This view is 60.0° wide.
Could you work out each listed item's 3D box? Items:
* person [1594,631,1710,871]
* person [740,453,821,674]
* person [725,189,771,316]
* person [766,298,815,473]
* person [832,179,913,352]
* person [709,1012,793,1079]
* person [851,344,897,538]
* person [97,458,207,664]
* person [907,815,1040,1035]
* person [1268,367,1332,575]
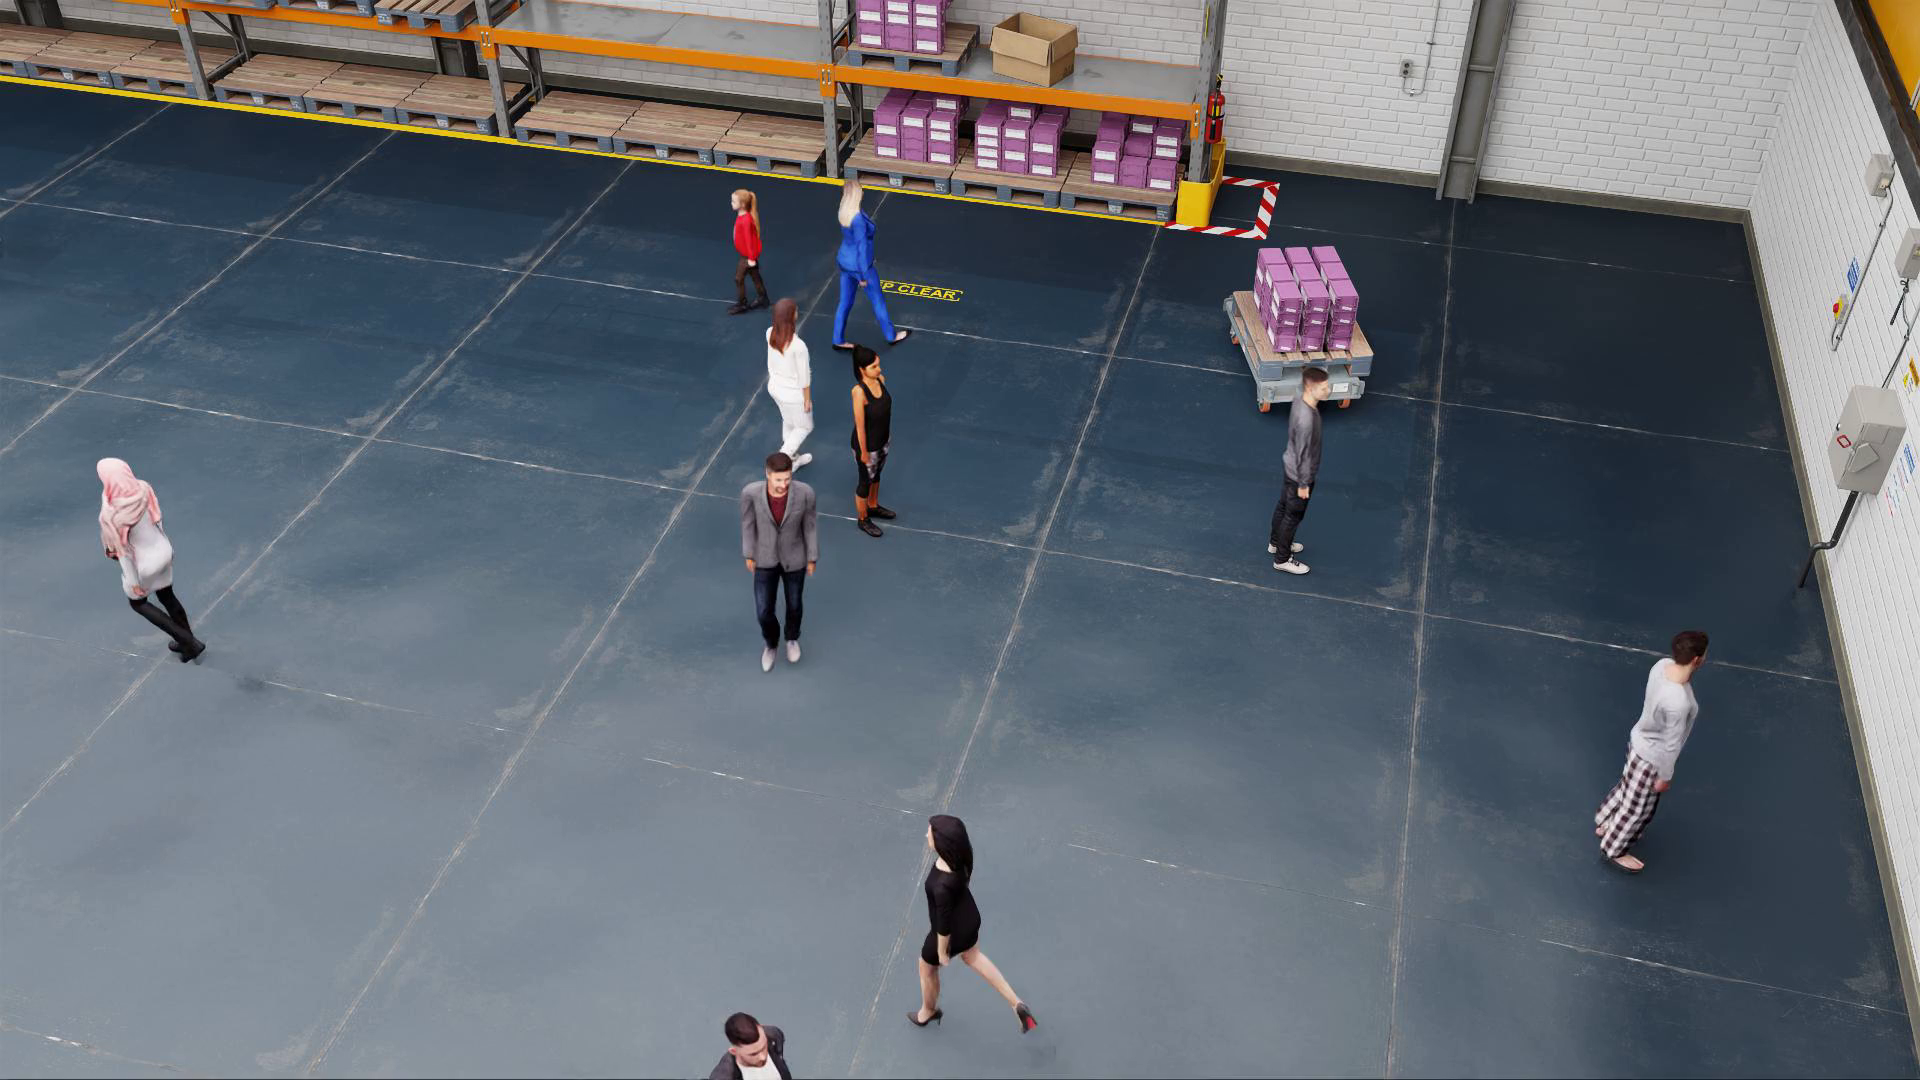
[{"bbox_3d":[4.307,1.300,10.326,0.547,1.843,0.652,12,40,14],"label":"person"},{"bbox_3d":[-1.280,0.082,11.842,0.748,1.854,0.869,-4,39,-5],"label":"person"},{"bbox_3d":[-1.958,-2.751,15.858,0.756,1.269,0.660,-7,39,-8],"label":"person"},{"bbox_3d":[-1.434,-1.189,13.577,0.851,1.676,0.843,25,45,28],"label":"person"},{"bbox_3d":[-1.043,-2.461,15.179,1.065,1.664,0.993,-16,41,-19],"label":"person"},{"bbox_3d":[-1.103,2.896,8.361,1.186,1.802,0.983,29,47,31],"label":"person"},{"bbox_3d":[-0.708,-0.801,13.105,0.553,1.658,0.609,16,41,19],"label":"person"},{"bbox_3d":[-5.662,0.186,11.761,0.748,1.793,0.666,14,41,17],"label":"person"},{"bbox_3d":[0.046,2.199,9.249,1.078,1.783,0.740,18,42,21],"label":"person"},{"bbox_3d":[2.592,-0.547,12.704,0.599,1.760,0.665,1,39,1],"label":"person"}]
